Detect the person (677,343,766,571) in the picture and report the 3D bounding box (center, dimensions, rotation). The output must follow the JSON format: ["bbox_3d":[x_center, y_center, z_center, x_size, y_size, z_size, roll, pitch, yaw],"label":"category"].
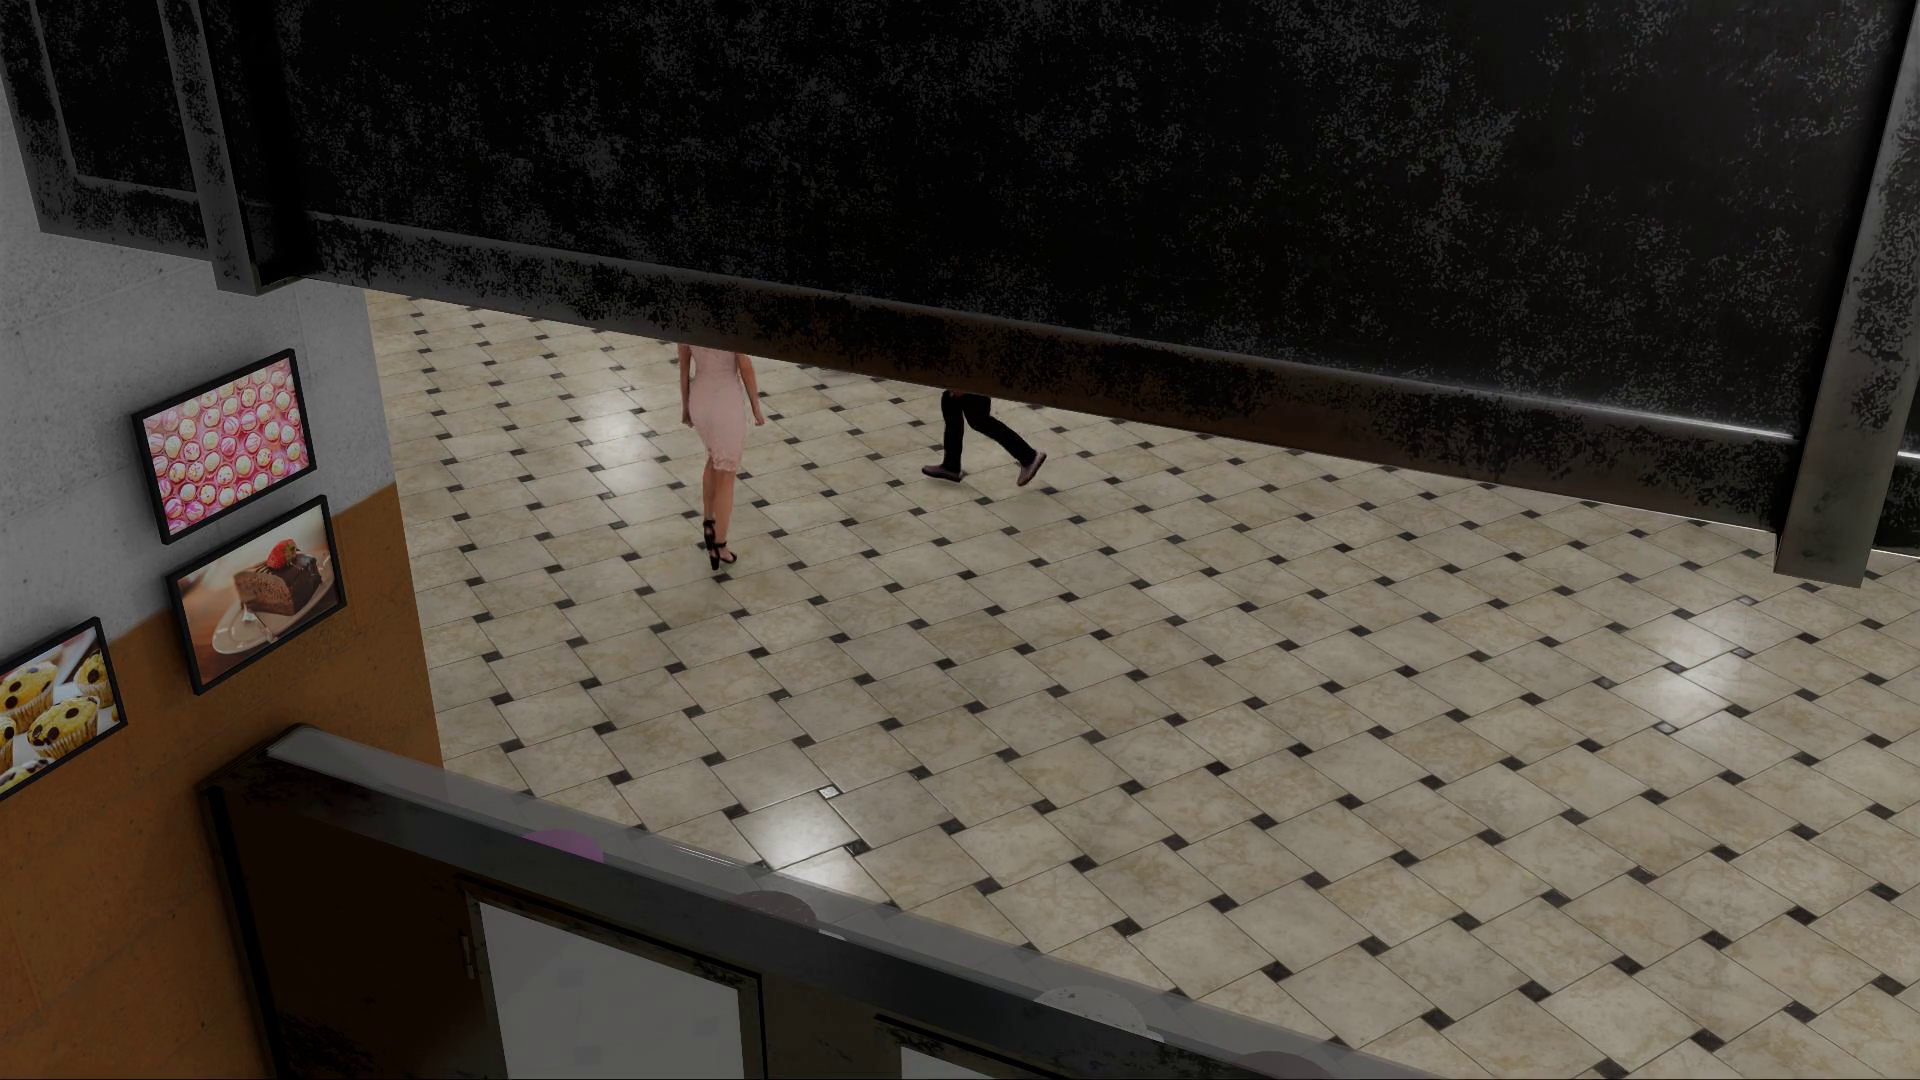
[{"bbox_3d":[-1.388,-0.653,9.197,0.592,1.818,0.597,11,29,21],"label":"person"}]
